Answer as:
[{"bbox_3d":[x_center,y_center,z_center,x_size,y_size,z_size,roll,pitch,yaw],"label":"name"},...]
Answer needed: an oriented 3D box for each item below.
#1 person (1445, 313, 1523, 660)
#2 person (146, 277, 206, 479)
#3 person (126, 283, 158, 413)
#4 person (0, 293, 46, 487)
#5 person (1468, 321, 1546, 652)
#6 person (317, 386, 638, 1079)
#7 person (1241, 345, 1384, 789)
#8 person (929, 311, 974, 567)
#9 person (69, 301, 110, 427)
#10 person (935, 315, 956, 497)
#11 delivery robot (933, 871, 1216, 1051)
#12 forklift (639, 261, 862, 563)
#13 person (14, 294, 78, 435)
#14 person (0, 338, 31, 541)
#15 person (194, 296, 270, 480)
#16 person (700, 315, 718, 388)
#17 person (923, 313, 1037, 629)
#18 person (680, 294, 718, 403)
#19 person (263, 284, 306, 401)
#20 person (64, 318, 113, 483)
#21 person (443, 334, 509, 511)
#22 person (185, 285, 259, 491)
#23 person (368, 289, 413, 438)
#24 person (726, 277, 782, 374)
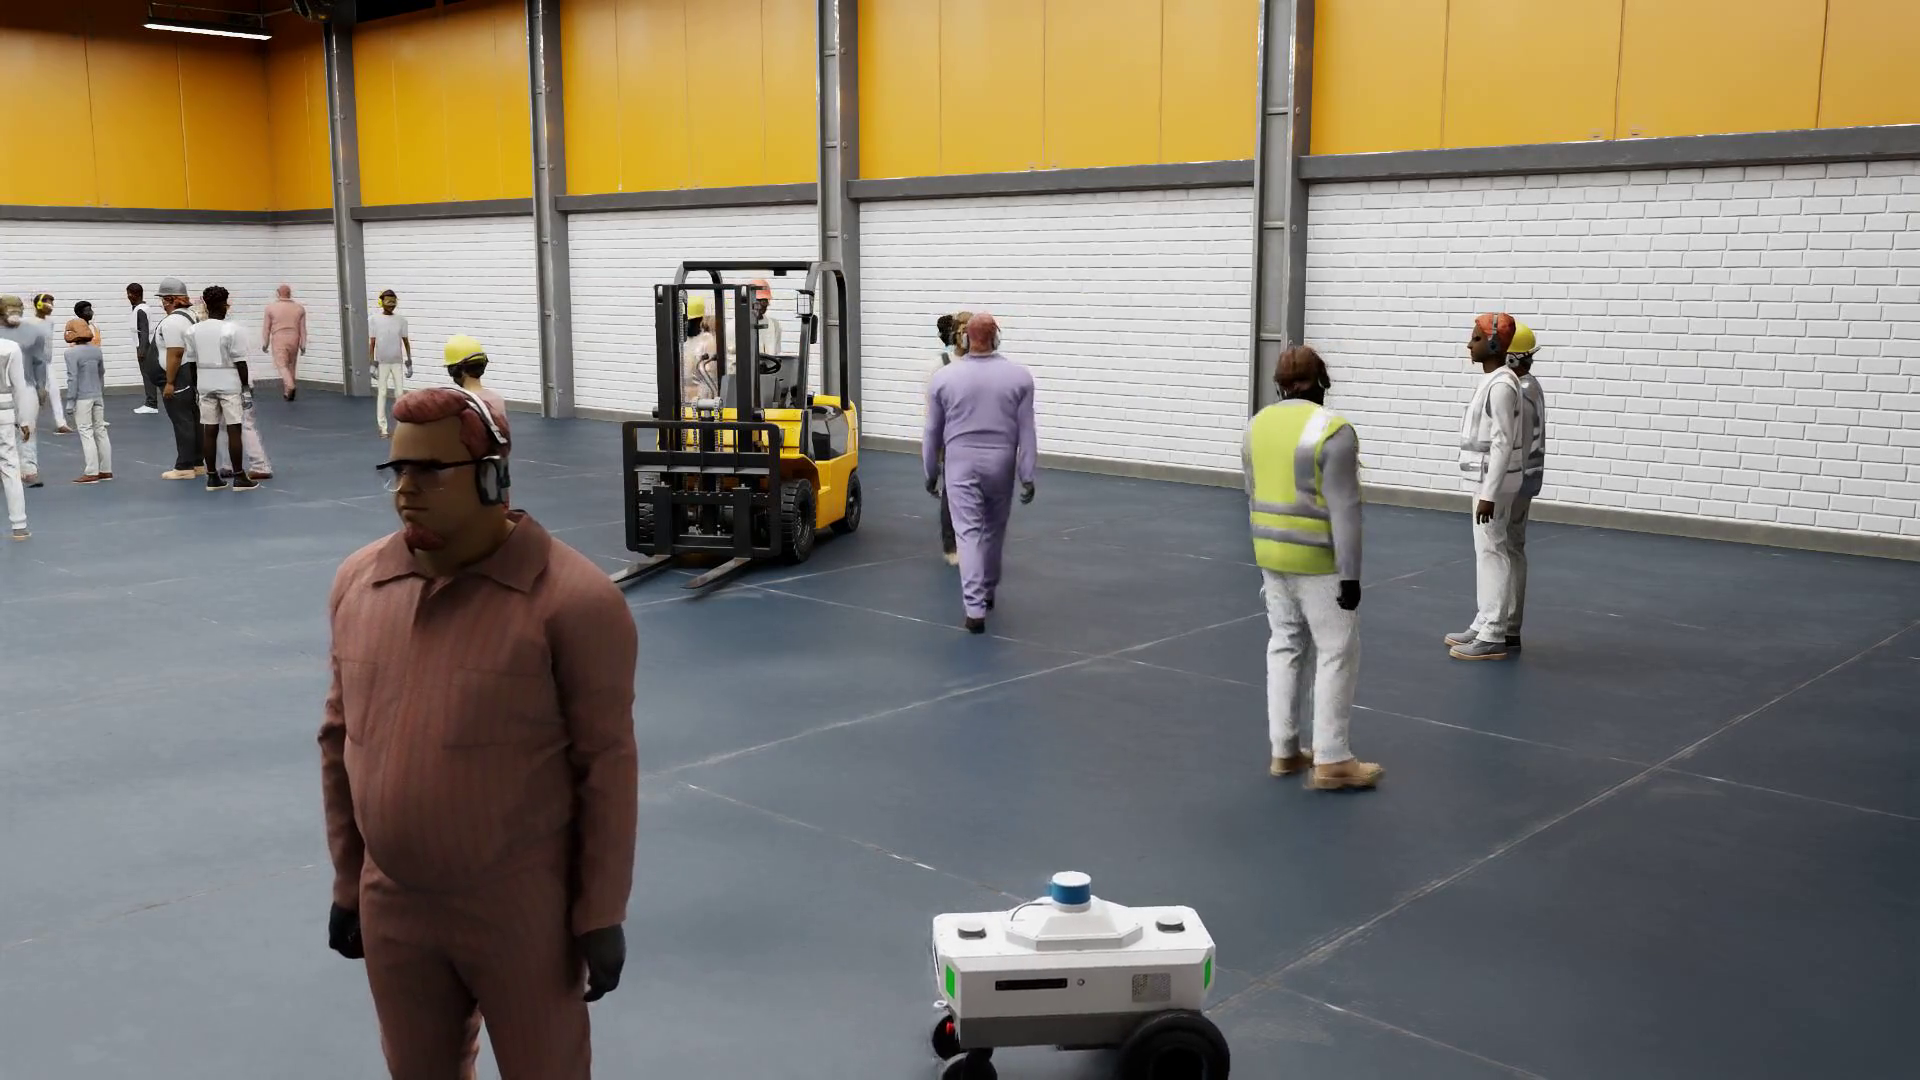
[{"bbox_3d":[2.872,-0.287,9.055,0.355,1.883,0.573,2,10,14],"label":"person"},{"bbox_3d":[-7.958,-1.640,16.870,0.538,2.000,0.684,-1,9,-6],"label":"person"},{"bbox_3d":[-12.026,-2.818,24.502,0.392,1.908,0.587,-5,10,-26],"label":"person"},{"bbox_3d":[-9.310,-1.472,16.313,0.663,1.891,0.983,-7,12,-37],"label":"person"},{"bbox_3d":[3.037,-0.296,9.261,0.404,1.833,0.586,3,10,18],"label":"person"},{"bbox_3d":[-0.930,0.665,3.146,0.641,1.910,0.401,3,10,17],"label":"person"},{"bbox_3d":[1.459,0.099,6.950,0.432,1.805,0.713,-5,11,-30],"label":"person"},{"bbox_3d":[0.035,-0.707,11.821,0.591,1.822,0.445,-5,10,-26],"label":"person"},{"bbox_3d":[-11.620,-2.334,22.164,0.318,1.700,0.537,2,9,11],"label":"person"},{"bbox_3d":[-0.078,-1.240,15.455,0.322,1.699,0.536,5,10,26],"label":"person"},{"bbox_3d":[0.284,1.103,4.304,0.707,0.478,0.477,-1,9,-5],"label":"delivery robot"},{"bbox_3d":[-1.552,-1.040,12.721,1.214,2.155,2.313,2,9,11],"label":"forklift"},{"bbox_3d":[-11.841,-2.256,21.376,1.002,1.814,0.528,4,10,21],"label":"person"},{"bbox_3d":[-7.535,-0.911,12.880,0.582,1.882,0.338,-6,11,-32],"label":"person"},{"bbox_3d":[-7.291,-1.500,16.574,0.703,1.852,0.667,-3,10,-17],"label":"person"},{"bbox_3d":[-2.581,-1.546,17.520,0.310,1.638,0.522,6,11,31],"label":"person"},{"bbox_3d":[0.112,-0.430,10.024,0.665,1.854,1.021,-1,9,-4],"label":"person"},{"bbox_3d":[-2.268,-1.118,14.083,0.640,1.896,0.606,-8,12,-41],"label":"person"},{"bbox_3d":[-10.885,-3.186,26.865,0.649,1.877,0.863,-8,12,-40],"label":"person"},{"bbox_3d":[-8.679,-1.379,16.513,0.270,1.632,0.504,2,9,10],"label":"person"},{"bbox_3d":[-2.676,-0.248,9.188,0.329,1.763,0.523,2,10,13],"label":"person"},{"bbox_3d":[-7.055,-1.444,15.894,0.606,1.966,0.367,2,9,9],"label":"person"},{"bbox_3d":[-7.166,-2.214,20.937,0.527,1.866,0.342,-5,11,-30],"label":"person"},{"bbox_3d":[-1.864,-1.392,15.349,0.615,2.038,0.396,-8,12,-42],"label":"person"}]
